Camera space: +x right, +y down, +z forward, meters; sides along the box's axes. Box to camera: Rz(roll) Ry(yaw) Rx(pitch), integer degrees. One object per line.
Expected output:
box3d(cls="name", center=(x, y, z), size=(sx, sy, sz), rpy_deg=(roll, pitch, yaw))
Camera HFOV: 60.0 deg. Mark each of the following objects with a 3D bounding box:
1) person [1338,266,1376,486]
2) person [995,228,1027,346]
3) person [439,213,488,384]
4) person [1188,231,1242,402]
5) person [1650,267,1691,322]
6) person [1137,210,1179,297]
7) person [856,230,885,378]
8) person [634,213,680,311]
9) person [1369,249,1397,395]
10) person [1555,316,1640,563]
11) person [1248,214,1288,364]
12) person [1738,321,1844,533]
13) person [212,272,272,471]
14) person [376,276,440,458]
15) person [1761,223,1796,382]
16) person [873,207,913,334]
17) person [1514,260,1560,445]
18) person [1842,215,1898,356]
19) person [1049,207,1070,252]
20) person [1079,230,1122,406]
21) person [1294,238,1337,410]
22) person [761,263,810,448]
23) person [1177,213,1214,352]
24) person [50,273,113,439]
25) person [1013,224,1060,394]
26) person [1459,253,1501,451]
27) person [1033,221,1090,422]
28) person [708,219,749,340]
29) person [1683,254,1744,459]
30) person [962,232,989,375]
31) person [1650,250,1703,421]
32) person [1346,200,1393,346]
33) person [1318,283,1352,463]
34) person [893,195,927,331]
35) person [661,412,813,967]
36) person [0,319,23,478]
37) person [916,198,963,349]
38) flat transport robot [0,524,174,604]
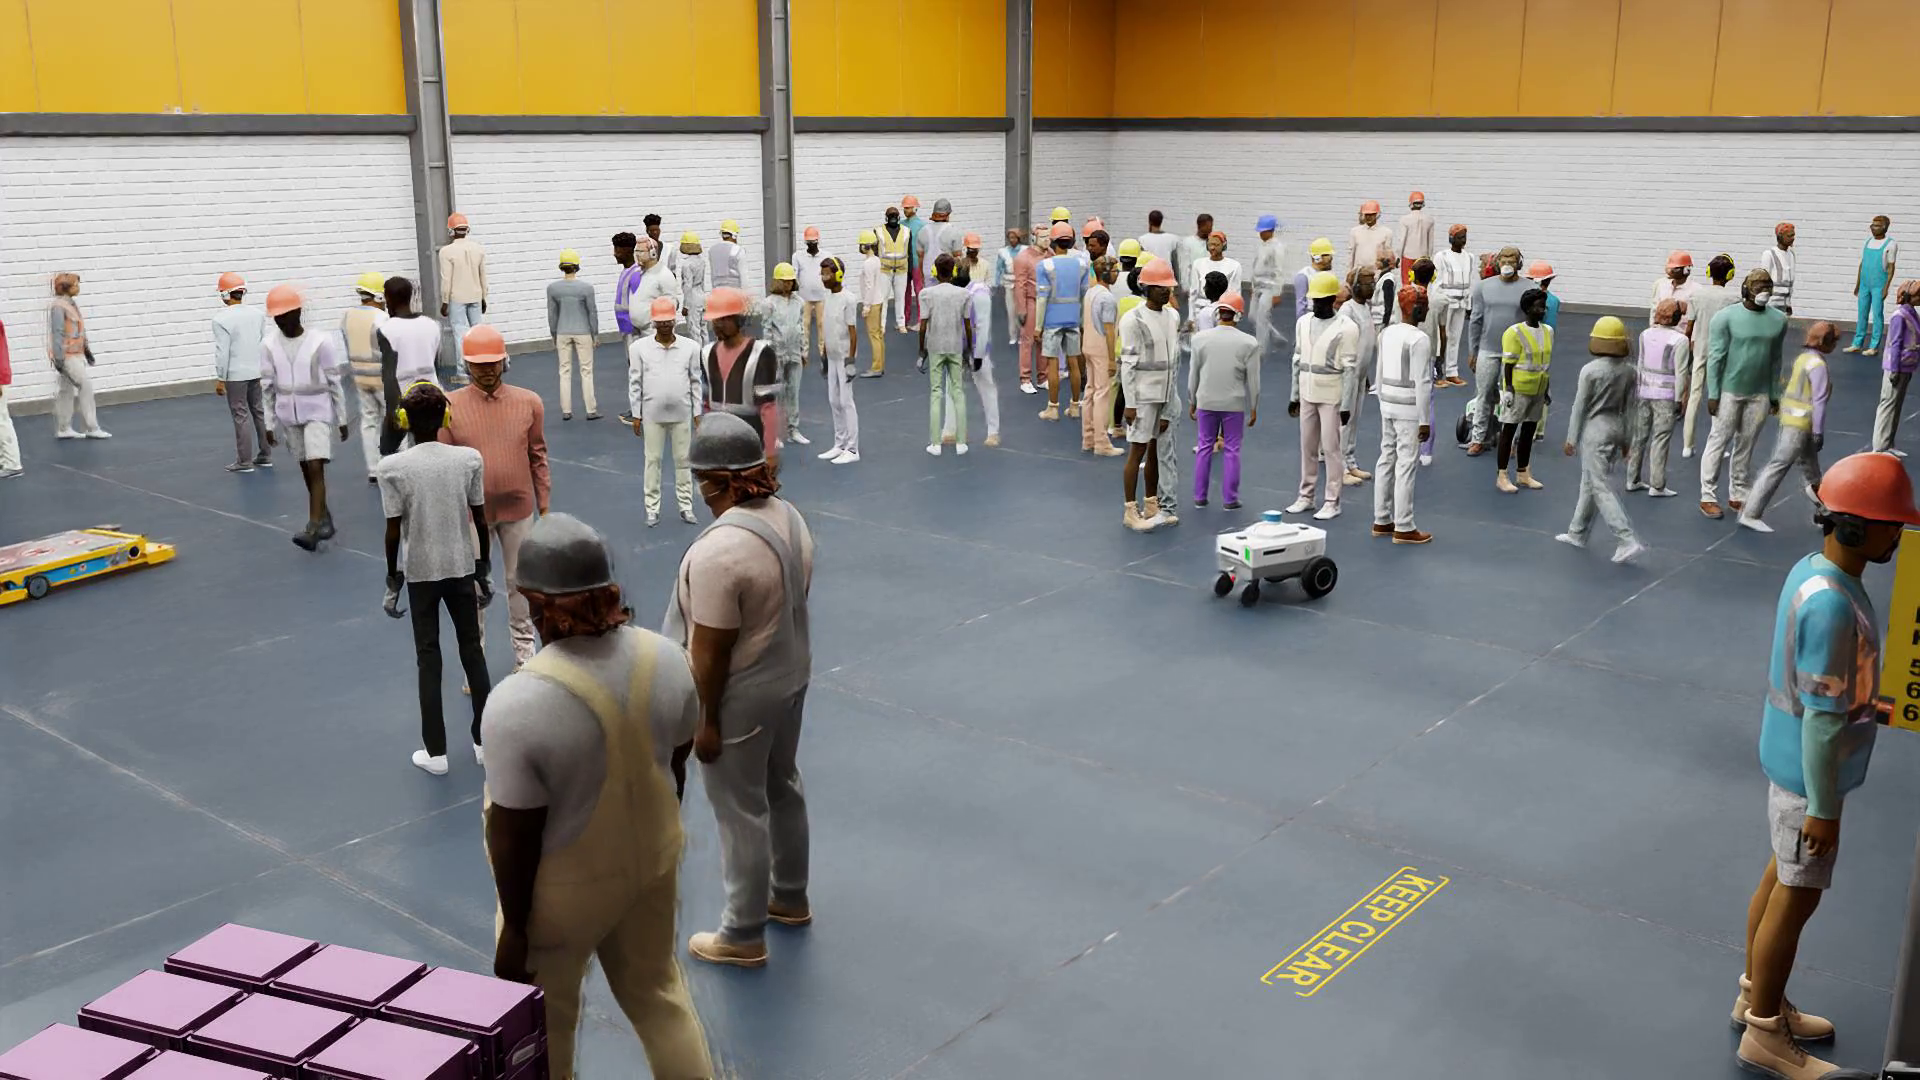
box3d(cls="person", center=(3.359, -1.395, 14.145), size=(0.346, 1.846, 0.505), rpy_deg=(8, 16, 30))
box3d(cls="person", center=(0.763, -3.473, 22.910), size=(0.578, 1.610, 0.644), rpy_deg=(4, 15, 14))
box3d(cls="person", center=(-5.867, -2.849, 19.650), size=(0.387, 1.992, 0.626), rpy_deg=(11, 18, 38))
box3d(cls="person", center=(2.776, -2.435, 18.228), size=(0.576, 1.882, 0.355), rpy_deg=(6, 15, 22))
box3d(cls="person", center=(7.842, -2.334, 18.350), size=(0.504, 1.628, 0.278), rpy_deg=(-2, 14, -8))
box3d(cls="person", center=(2.566, -3.444, 22.247), size=(0.605, 1.885, 0.808), rpy_deg=(-7, 16, -27))
box3d(cls="person", center=(-1.087, -2.845, 20.100), size=(0.331, 1.768, 0.526), rpy_deg=(2, 14, 9))
box3d(cls="person", center=(-3.708, -2.983, 20.243), size=(0.608, 1.966, 0.371), rpy_deg=(-8, 16, -29))
box3d(cls="person", center=(4.791, -2.461, 18.817), size=(0.315, 1.641, 0.515), rpy_deg=(2, 14, 7))
box3d(cls="person", center=(4.562, -0.718, 11.727), size=(0.495, 1.713, 0.847), rpy_deg=(-7, 16, -25))
box3d(cls="person", center=(3.935, -3.190, 21.176), size=(0.597, 1.919, 0.636), rpy_deg=(-5, 15, -20))
box3d(cls="person", center=(6.316, -0.836, 12.422), size=(0.822, 1.591, 0.565), rpy_deg=(4, 15, 15))
box3d(cls="person", center=(-6.353, -1.483, 14.682), size=(0.330, 1.751, 0.563), rpy_deg=(5, 15, 21))
box3d(cls="person", center=(-4.190, -1.051, 12.655), size=(0.509, 1.896, 0.613), rpy_deg=(8, 16, 28))
box3d(cls="person", center=(9.653, -2.797, 19.675), size=(0.572, 1.883, 0.356), rpy_deg=(-9, 17, -33))
box3d(cls="person", center=(-0.982, -3.928, 24.278), size=(0.623, 1.844, 0.429), rpy_deg=(-3, 14, -14))
box3d(cls="person", center=(5.479, -1.783, 15.881), size=(0.326, 1.752, 0.563), rpy_deg=(11, 18, 37))
box3d(cls="person", center=(12.076, -3.361, 22.000), size=(0.343, 1.847, 0.507), rpy_deg=(-6, 15, -21))
box3d(cls="person", center=(1.364, -3.524, 22.486), size=(0.363, 1.928, 0.587), rpy_deg=(3, 14, 14))
box3d(cls="person", center=(1.526, -2.357, 17.840), size=(0.370, 1.916, 0.597), rpy_deg=(-8, 16, -28))
box3d(cls="person", center=(3.809, -2.299, 17.784), size=(0.587, 1.832, 0.404), rpy_deg=(-13, 19, -42))
box3d(cls="person", center=(-1.648, -1.753, 15.782), size=(0.487, 1.744, 0.297), rpy_deg=(-13, 19, -42))
box3d(cls="person", center=(3.060, -3.358, 21.933), size=(0.654, 1.888, 0.819), rpy_deg=(-12, 18, -40))
box3d(cls="person", center=(-8.531, -1.776, 16.118), size=(0.655, 1.609, 0.535), rpy_deg=(-3, 14, -13))
box3d(cls="person", center=(0.914, -2.637, 18.985), size=(0.639, 1.909, 0.409), rpy_deg=(-12, 18, -40))
box3d(cls="person", center=(4.961, -1.757, 15.587), size=(0.376, 1.844, 0.571), rpy_deg=(9, 16, 31))
box3d(cls="person", center=(1.027, -2.244, 17.135), size=(0.615, 2.041, 0.387), rpy_deg=(-6, 15, -24))
box3d(cls="person", center=(-2.955, -3.211, 21.447), size=(0.592, 1.825, 0.403), rpy_deg=(9, 17, 32))
box3d(cls="person", center=(6.868, -1.665, 15.175), size=(0.509, 1.872, 0.328), rpy_deg=(11, 18, 37))
box3d(cls="person", center=(0.140, -2.815, 20.004), size=(0.572, 1.749, 0.343), rpy_deg=(-9, 17, -33))
box3d(cls="person", center=(7.365, -2.108, 17.178), size=(0.341, 1.749, 0.572), rpy_deg=(-9, 16, -31))
box3d(cls="person", center=(5.642, -3.689, 23.005), size=(0.622, 1.994, 0.381), rpy_deg=(6, 15, 24))
box3d(cls="person", center=(3.375, -1.468, 14.856), size=(0.315, 1.639, 0.514), rpy_deg=(-2, 14, -6))
box3d(cls="person", center=(-0.726, -4.108, 24.682), size=(0.611, 1.995, 0.381), rpy_deg=(11, 18, 38))
box3d(cls="person", center=(-0.822, 0.526, 6.074), size=(0.535, 2.000, 0.682), rpy_deg=(5, 15, 19))
box3d(cls="person", center=(-8.431, -1.408, 14.414), size=(0.351, 1.738, 0.575), rpy_deg=(-13, 19, -42))
box3d(cls="person", center=(-0.223, -3.613, 22.611), size=(0.679, 2.000, 0.537), rpy_deg=(7, 16, 27))
box3d(cls="flat transport robot", center=(-6.108, 0.153, 11.150), size=(0.652, 0.197, 1.431), rpy_deg=(7, 15, 25))
